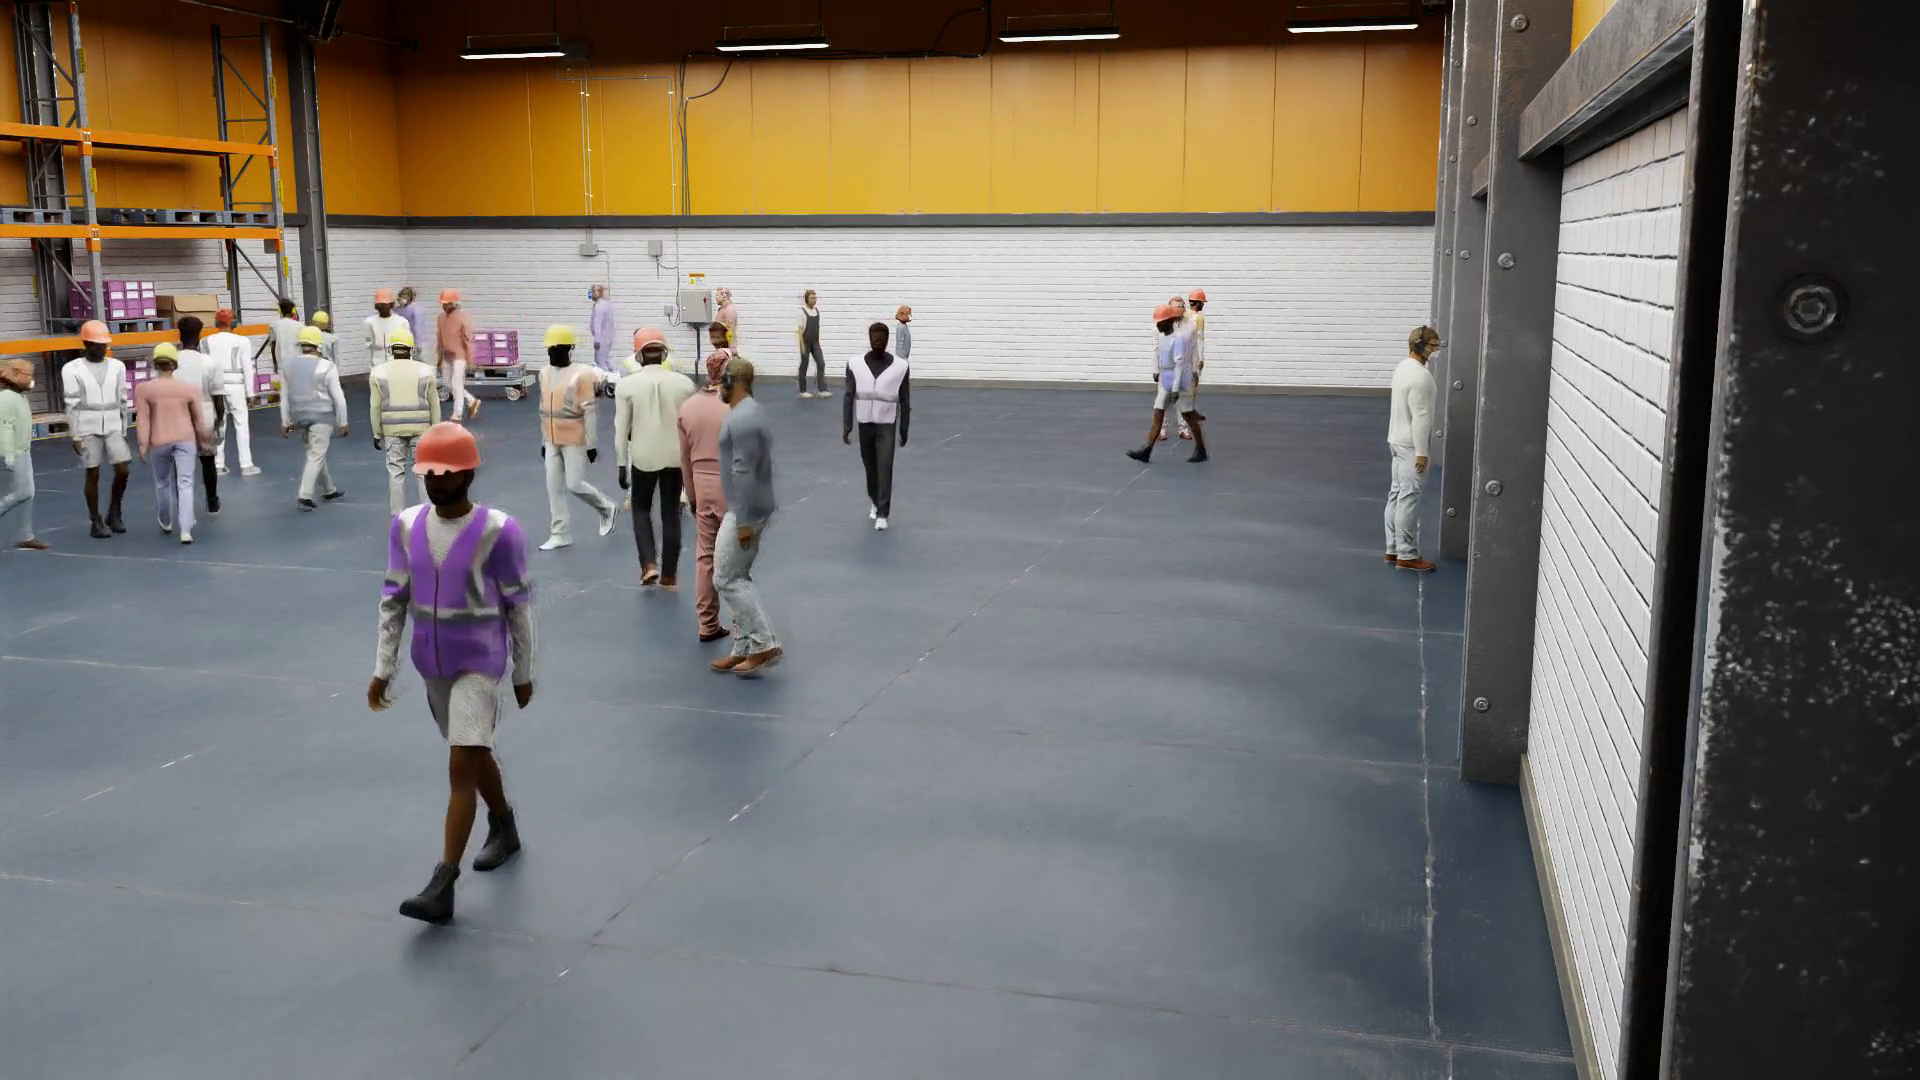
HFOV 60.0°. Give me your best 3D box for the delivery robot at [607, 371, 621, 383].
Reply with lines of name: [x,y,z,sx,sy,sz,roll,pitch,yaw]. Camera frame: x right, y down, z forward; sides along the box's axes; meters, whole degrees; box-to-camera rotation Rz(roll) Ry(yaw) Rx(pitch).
delivery robot: [-5.581,-2.715,28.066,0.707,0.478,0.477,2,10,8]

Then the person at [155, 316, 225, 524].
person: [-7.122,-1.115,15.414,0.616,1.920,0.998,-3,10,-17]

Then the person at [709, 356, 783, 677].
person: [-1.302,-0.140,9.941,0.417,1.904,0.661,-1,10,-5]

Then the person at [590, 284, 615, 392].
person: [-6.281,-3.541,29.222,0.434,1.891,0.659,0,10,-3]

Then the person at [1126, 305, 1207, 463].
person: [2.496,-1.831,19.615,1.030,1.866,0.609,-4,11,-22]

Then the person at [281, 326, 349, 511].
person: [-6.301,-1.190,16.227,0.614,1.787,0.942,2,10,14]

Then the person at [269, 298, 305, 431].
person: [-9.360,-2.453,23.247,0.536,1.820,0.935,-1,10,-6]

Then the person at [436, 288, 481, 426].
person: [-7.131,-2.600,23.679,0.623,1.967,0.658,7,12,34]

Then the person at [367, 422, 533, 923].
person: [-1.979,0.480,6.490,0.552,1.885,1.008,3,10,16]

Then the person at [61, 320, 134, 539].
person: [-7.511,-0.958,14.515,0.465,1.918,0.548,10,14,44]

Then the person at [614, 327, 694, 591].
person: [-2.256,-0.596,12.362,0.618,1.964,0.484,-3,11,-19]

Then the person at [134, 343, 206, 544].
person: [-6.860,-0.849,14.489,0.533,1.710,0.931,-4,11,-23]

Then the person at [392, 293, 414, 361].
person: [-9.704,-3.494,29.326,0.561,1.779,0.981,0,10,0]

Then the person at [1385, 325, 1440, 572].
person: [3.575,-0.725,13.158,0.376,1.934,0.629,0,10,0]

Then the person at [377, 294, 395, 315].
person: [-9.951,-3.462,29.199,0.530,1.742,0.722,-6,12,-32]

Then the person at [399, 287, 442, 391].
person: [-9.284,-3.379,28.382,0.684,1.882,0.997,9,14,42]

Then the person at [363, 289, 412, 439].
person: [-7.658,-2.370,22.325,0.629,1.989,1.065,-1,10,-7]

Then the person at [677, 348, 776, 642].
person: [-1.485,-0.271,10.661,0.640,1.910,0.407,6,12,32]

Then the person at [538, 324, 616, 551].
person: [-3.298,-0.883,14.136,0.591,1.908,0.704,6,12,32]

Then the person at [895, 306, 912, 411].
person: [-0.878,-2.819,25.862,0.268,1.632,0.507,1,10,5]

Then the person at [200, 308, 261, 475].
person: [-8.190,-1.655,18.620,0.572,1.867,0.381,0,10,2]

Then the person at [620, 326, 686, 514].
person: [-2.926,-1.142,15.911,0.639,1.808,0.922,-7,12,-36]

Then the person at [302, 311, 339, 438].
person: [-8.587,-2.232,22.372,0.476,1.693,0.905,-4,11,-20]

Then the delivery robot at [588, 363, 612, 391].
delivery robot: [-6.239,-2.774,28.399,0.707,0.478,0.477,6,12,33]

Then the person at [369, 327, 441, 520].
person: [-4.974,-0.991,14.950,0.597,1.831,0.403,-3,10,-17]

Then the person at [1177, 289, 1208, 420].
person: [3.444,-2.717,24.458,0.382,1.932,0.541,-5,11,-25]

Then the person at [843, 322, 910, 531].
person: [-0.756,-1.072,15.315,0.595,1.875,1.002,1,10,6]

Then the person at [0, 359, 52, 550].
person: [-7.952,-0.702,13.912,0.474,1.611,0.562,-2,10,-13]

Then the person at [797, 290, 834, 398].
person: [-2.441,-3.265,27.859,0.809,1.814,0.549,9,13,41]

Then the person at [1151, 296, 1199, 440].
person: [2.846,-2.263,21.974,0.643,1.903,0.401,-2,10,-11]

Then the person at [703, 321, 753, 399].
person: [-2.254,-1.243,16.369,0.537,1.836,0.691,2,10,10]

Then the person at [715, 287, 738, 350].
person: [-3.817,-3.156,27.039,0.403,1.900,0.647,-3,10,-16]
